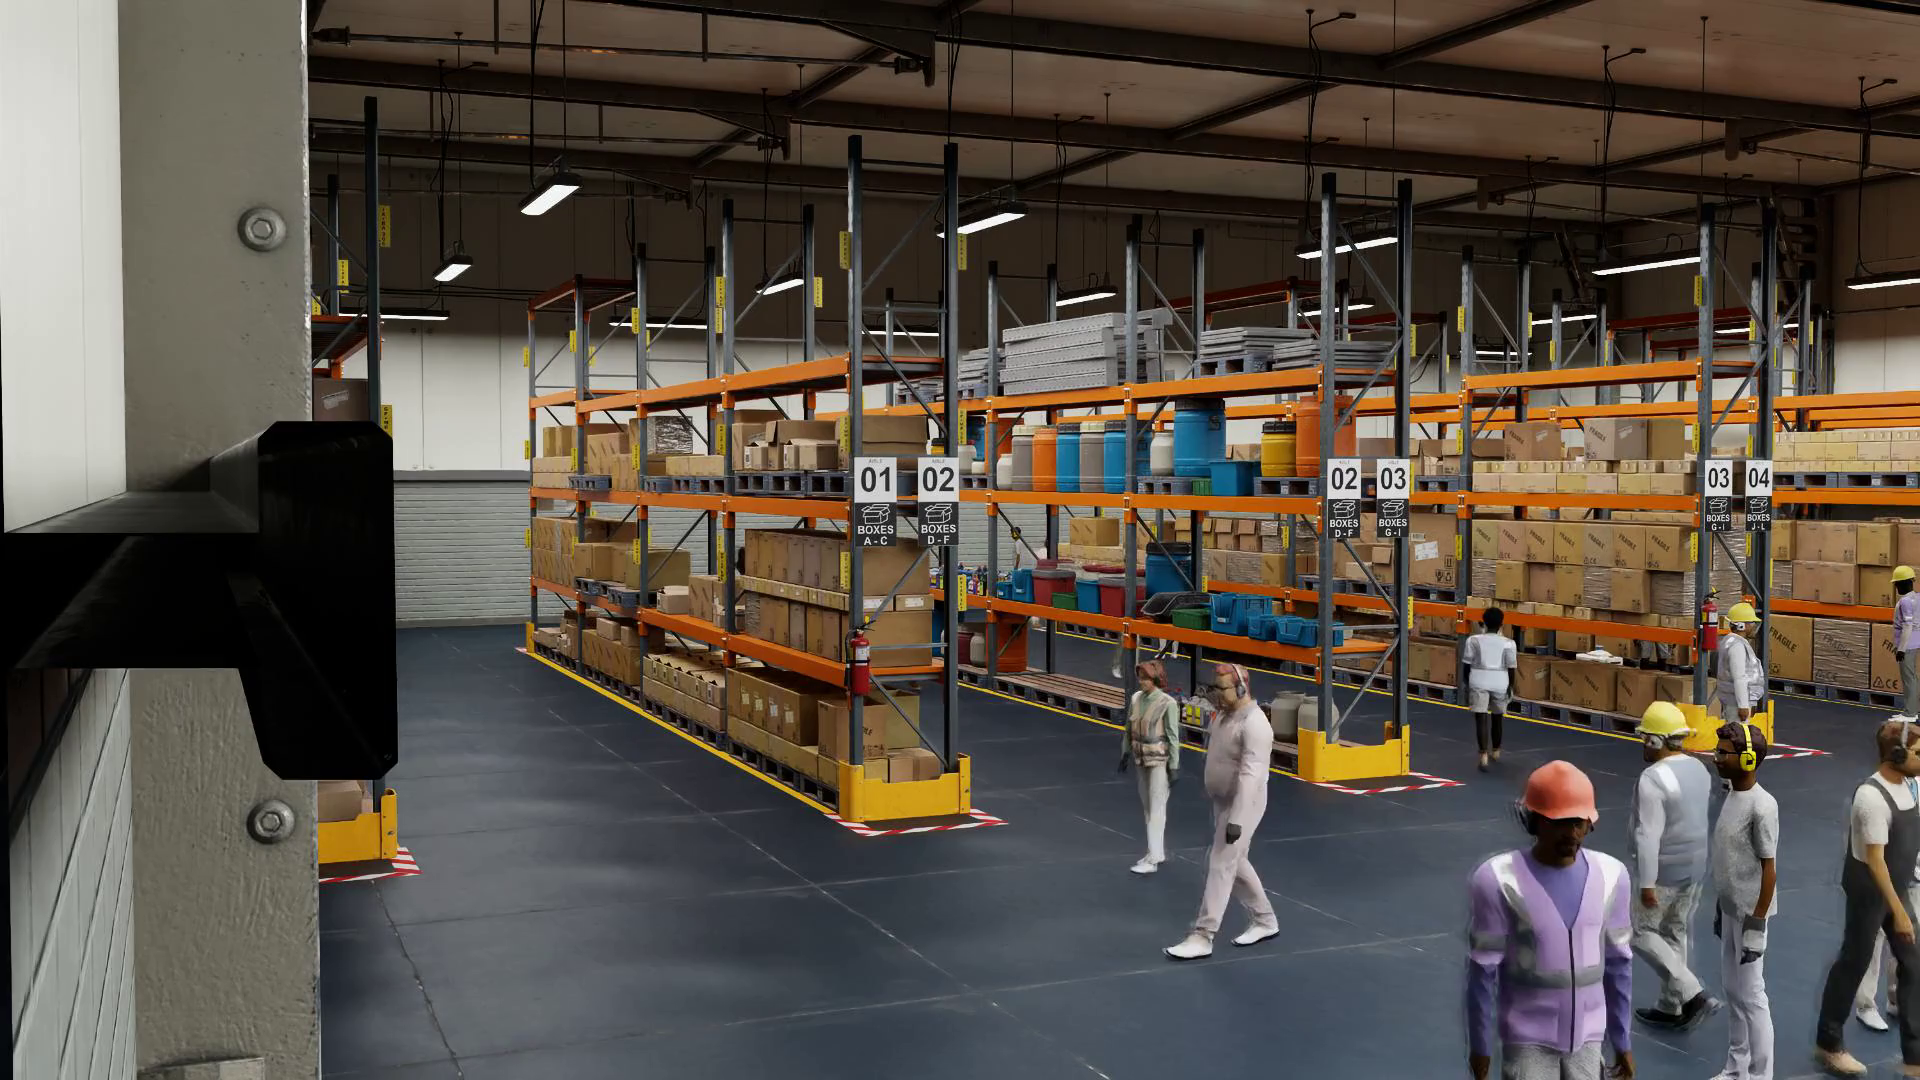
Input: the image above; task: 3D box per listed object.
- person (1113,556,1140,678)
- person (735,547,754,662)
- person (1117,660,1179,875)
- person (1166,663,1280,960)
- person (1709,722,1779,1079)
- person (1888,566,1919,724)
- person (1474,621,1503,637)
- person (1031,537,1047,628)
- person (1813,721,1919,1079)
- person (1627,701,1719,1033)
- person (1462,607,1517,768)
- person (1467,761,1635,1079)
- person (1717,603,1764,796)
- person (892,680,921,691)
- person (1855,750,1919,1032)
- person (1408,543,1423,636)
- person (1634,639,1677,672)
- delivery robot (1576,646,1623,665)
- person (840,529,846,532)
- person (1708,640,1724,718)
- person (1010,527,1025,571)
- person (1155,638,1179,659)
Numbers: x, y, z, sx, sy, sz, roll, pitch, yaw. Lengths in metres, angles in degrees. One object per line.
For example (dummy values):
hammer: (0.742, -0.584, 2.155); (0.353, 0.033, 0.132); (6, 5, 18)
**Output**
person: (2.550, 1.123, 26.695); (0.542, 1.886, 0.382); (-1, 2, -27)
person: (-3.517, 1.055, 28.152); (0.666, 1.883, 0.454); (-2, 3, -44)
person: (1.451, 1.732, 13.794); (0.434, 1.630, 0.522); (-1, 3, -33)
person: (1.665, 1.713, 11.438); (0.852, 1.851, 0.685); (0, 2, -13)
person: (3.743, 1.807, 8.618); (0.329, 1.872, 0.509); (0, 2, 4)
person: (11.552, 1.273, 21.877); (0.373, 1.921, 0.585); (2, 3, 37)
person: (7.820, 1.122, 26.526); (0.592, 1.861, 0.577); (-2, 3, -40)
person: (1.669, 0.824, 35.145); (0.797, 1.806, 0.638); (-1, 3, -33)
person: (4.655, 1.817, 8.987); (0.564, 1.810, 0.762); (-2, 3, -35)
person: (3.888, 1.792, 9.756); (0.598, 1.820, 0.500); (-2, 3, -36)
person: (5.517, 1.528, 18.671); (0.535, 1.656, 0.839); (0, 2, 8)
person: (2.175, 1.807, 6.671); (0.618, 2.029, 0.611); (0, 2, -10)
person: (7.359, 1.507, 16.890); (0.403, 1.835, 0.588); (1, 2, 15)
person: (-0.726, 1.120, 25.212); (0.616, 1.979, 0.485); (-1, 3, -31)
person: (5.177, 1.871, 9.913); (0.523, 1.638, 0.310); (-1, 2, -19)
person: (7.656, 0.984, 30.383); (0.649, 1.850, 0.972); (1, 2, 16)
person: (9.015, 1.213, 23.228); (0.543, 1.939, 0.361); (1, 2, 15)
delivery robot: (9.229, 1.768, 25.859); (0.477, 0.478, 0.707); (-1, 2, -19)
person: (-2.254, 0.729, 36.291); (0.603, 1.902, 0.630); (0, 2, 2)
person: (9.572, 1.412, 22.438); (0.507, 1.600, 0.751); (1, 2, 22)
person: (1.248, 0.636, 39.255); (0.329, 1.865, 0.516); (0, 2, 12)
person: (3.382, 1.128, 29.303); (0.507, 1.636, 0.271); (-1, 2, -19)
